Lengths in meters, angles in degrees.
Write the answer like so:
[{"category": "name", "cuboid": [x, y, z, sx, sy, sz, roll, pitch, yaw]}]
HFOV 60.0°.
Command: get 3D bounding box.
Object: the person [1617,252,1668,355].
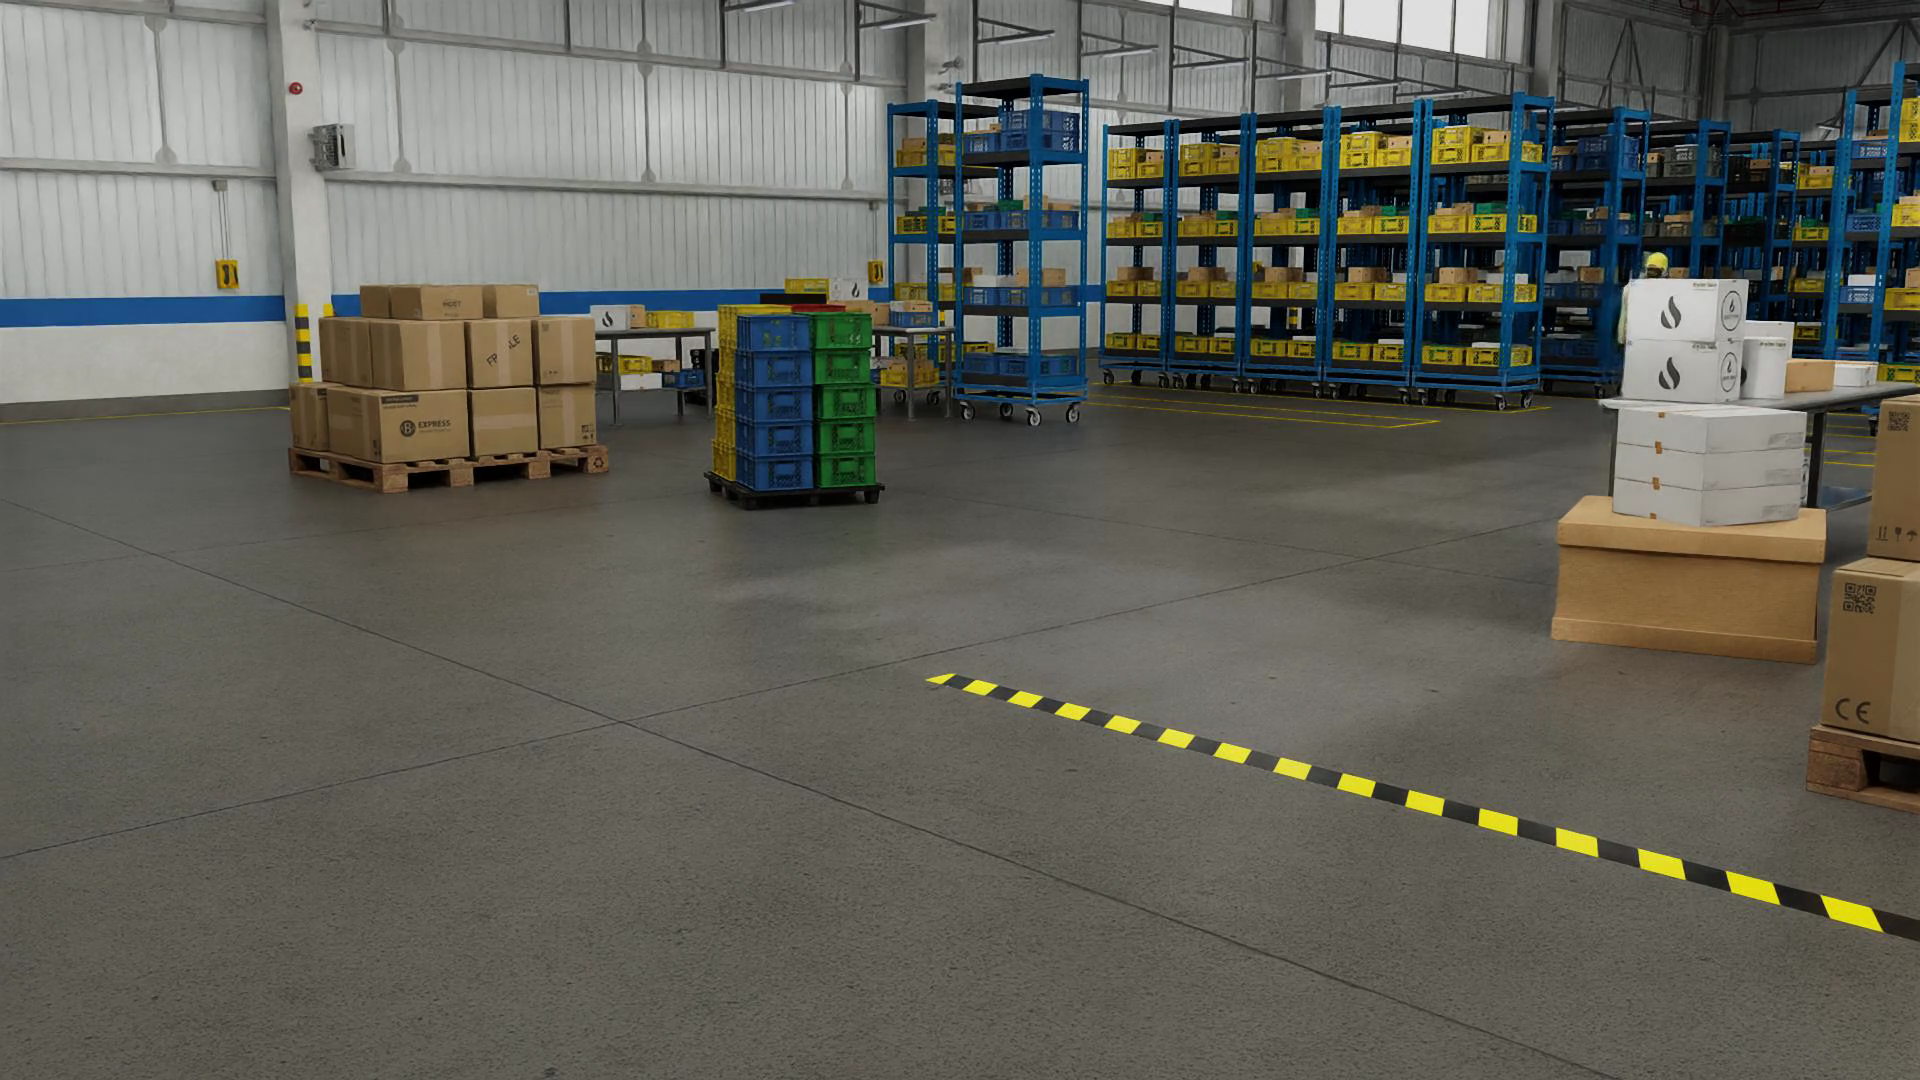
[{"category": "person", "cuboid": [7.291, -2.127, 17.592, 0.626, 1.816, 0.430, 6, 11, 34]}]
